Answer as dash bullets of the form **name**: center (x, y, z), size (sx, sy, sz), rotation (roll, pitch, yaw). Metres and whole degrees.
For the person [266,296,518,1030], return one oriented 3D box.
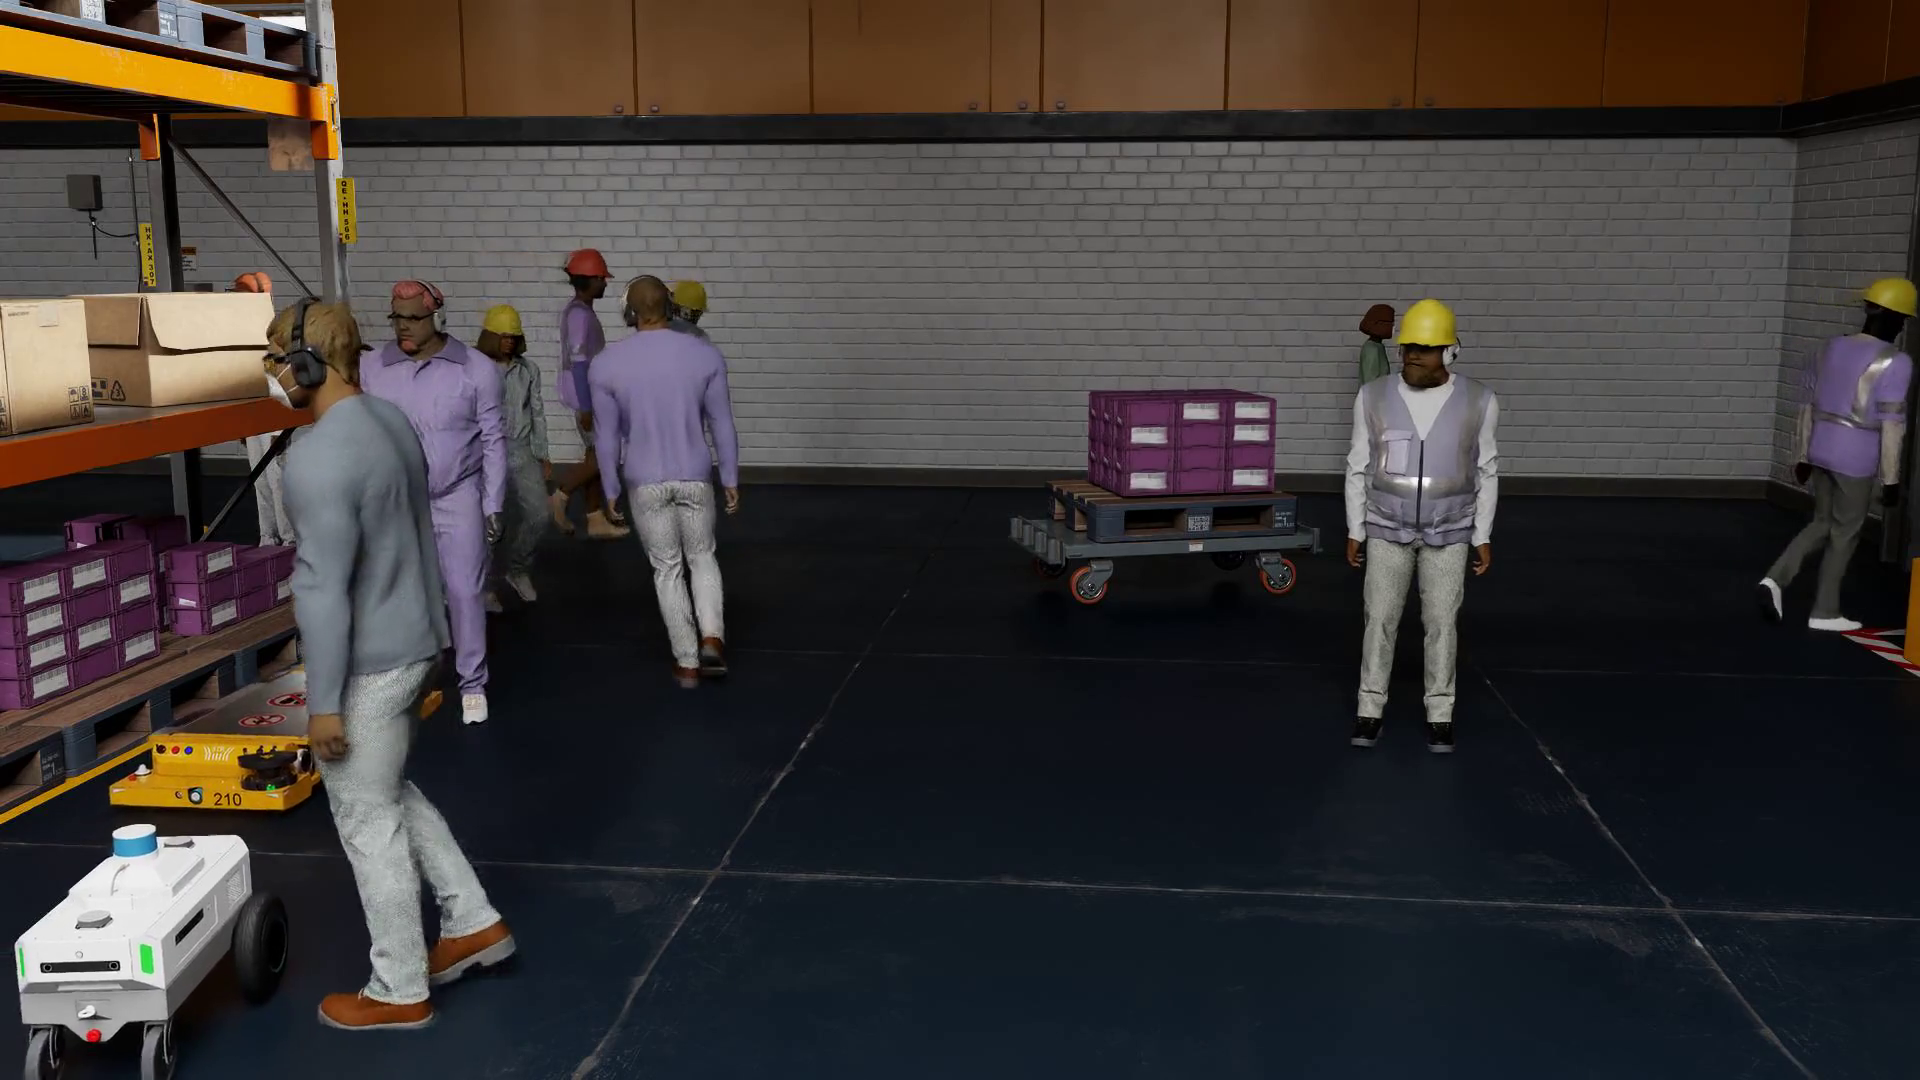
- **person**: center (-1.493, 0.328, 4.343), size (0.536, 1.913, 0.649), rotation (0, 10, 1)

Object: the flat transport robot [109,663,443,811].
- **flat transport robot**: center (-2.652, 0.746, 6.604), size (0.652, 0.197, 1.431), rotation (1, 10, 5)

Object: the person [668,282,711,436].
- **person**: center (-2.079, -0.995, 12.264), size (0.637, 1.792, 0.416), rotation (4, 11, 24)

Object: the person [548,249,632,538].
- **person**: center (-2.609, -0.988, 11.507), size (0.549, 2.030, 0.616), rotation (-3, 10, -16)

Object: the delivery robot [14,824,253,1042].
- **delivery robot**: center (-2.087, 0.970, 4.241), size (0.477, 0.478, 0.707), rotation (-1, 10, -4)

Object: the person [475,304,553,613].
- **person**: center (-2.537, -0.448, 9.295), size (0.504, 1.720, 0.409), rotation (-9, 13, -41)

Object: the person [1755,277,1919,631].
- **person**: center (4.588, -0.417, 8.650), size (0.607, 1.889, 0.636), rotation (-3, 10, -14)

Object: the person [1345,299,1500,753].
- **person**: center (1.847, -0.049, 6.694), size (0.595, 1.828, 0.403), rotation (3, 10, 17)

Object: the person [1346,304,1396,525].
- **person**: center (3.024, -0.911, 12.212), size (0.288, 1.627, 0.501), rotation (3, 10, 17)

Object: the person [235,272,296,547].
- **person**: center (-4.317, -0.709, 10.322), size (0.575, 1.884, 0.355), rotation (9, 14, 43)

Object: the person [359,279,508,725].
- **person**: center (-2.248, -0.144, 7.042), size (0.645, 1.900, 0.400), rotation (-1, 10, -5)

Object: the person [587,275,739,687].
- **person**: center (-1.348, -0.254, 7.642), size (0.658, 1.912, 0.481), rotation (-3, 10, -16)
